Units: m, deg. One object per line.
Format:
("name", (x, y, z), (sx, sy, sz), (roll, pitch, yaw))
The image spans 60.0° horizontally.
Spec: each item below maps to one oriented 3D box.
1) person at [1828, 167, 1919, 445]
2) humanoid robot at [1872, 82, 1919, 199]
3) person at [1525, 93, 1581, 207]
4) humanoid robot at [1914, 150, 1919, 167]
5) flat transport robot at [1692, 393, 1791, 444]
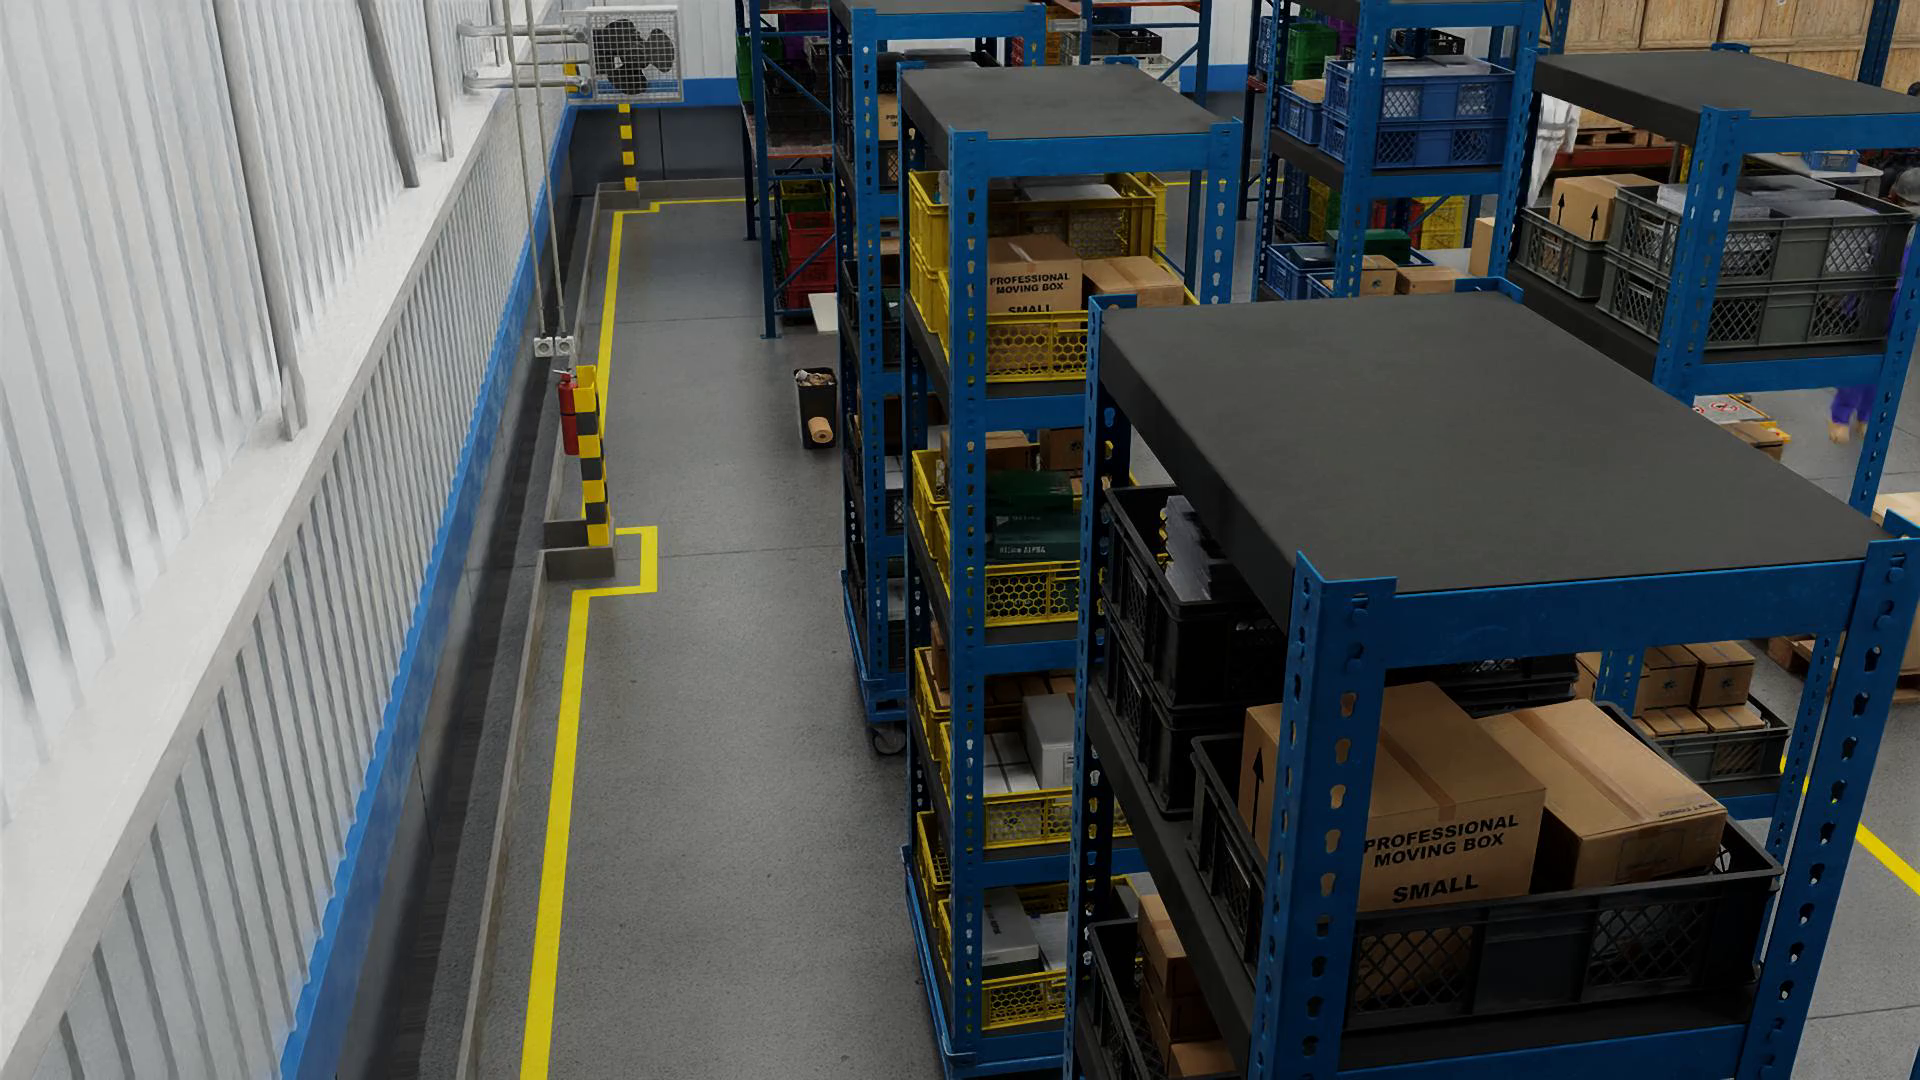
("person", (6.570, -1.642, 11.750), (0.699, 2.000, 0.600), (2, 25, 4))
("humanoid robot", (9.494, -3.783, 16.817), (0.326, 1.660, 0.591), (-10, 27, -21))
("person", (6.103, -4.104, 17.326), (0.610, 1.847, 0.611), (-2, 25, -4))
("humanoid robot", (7.907, -2.450, 13.921), (0.591, 1.657, 0.327), (-15, 29, -29))
("flat transport robot", (5.224, -0.859, 12.132), (1.431, 0.197, 0.652), (-4, 25, -8))
